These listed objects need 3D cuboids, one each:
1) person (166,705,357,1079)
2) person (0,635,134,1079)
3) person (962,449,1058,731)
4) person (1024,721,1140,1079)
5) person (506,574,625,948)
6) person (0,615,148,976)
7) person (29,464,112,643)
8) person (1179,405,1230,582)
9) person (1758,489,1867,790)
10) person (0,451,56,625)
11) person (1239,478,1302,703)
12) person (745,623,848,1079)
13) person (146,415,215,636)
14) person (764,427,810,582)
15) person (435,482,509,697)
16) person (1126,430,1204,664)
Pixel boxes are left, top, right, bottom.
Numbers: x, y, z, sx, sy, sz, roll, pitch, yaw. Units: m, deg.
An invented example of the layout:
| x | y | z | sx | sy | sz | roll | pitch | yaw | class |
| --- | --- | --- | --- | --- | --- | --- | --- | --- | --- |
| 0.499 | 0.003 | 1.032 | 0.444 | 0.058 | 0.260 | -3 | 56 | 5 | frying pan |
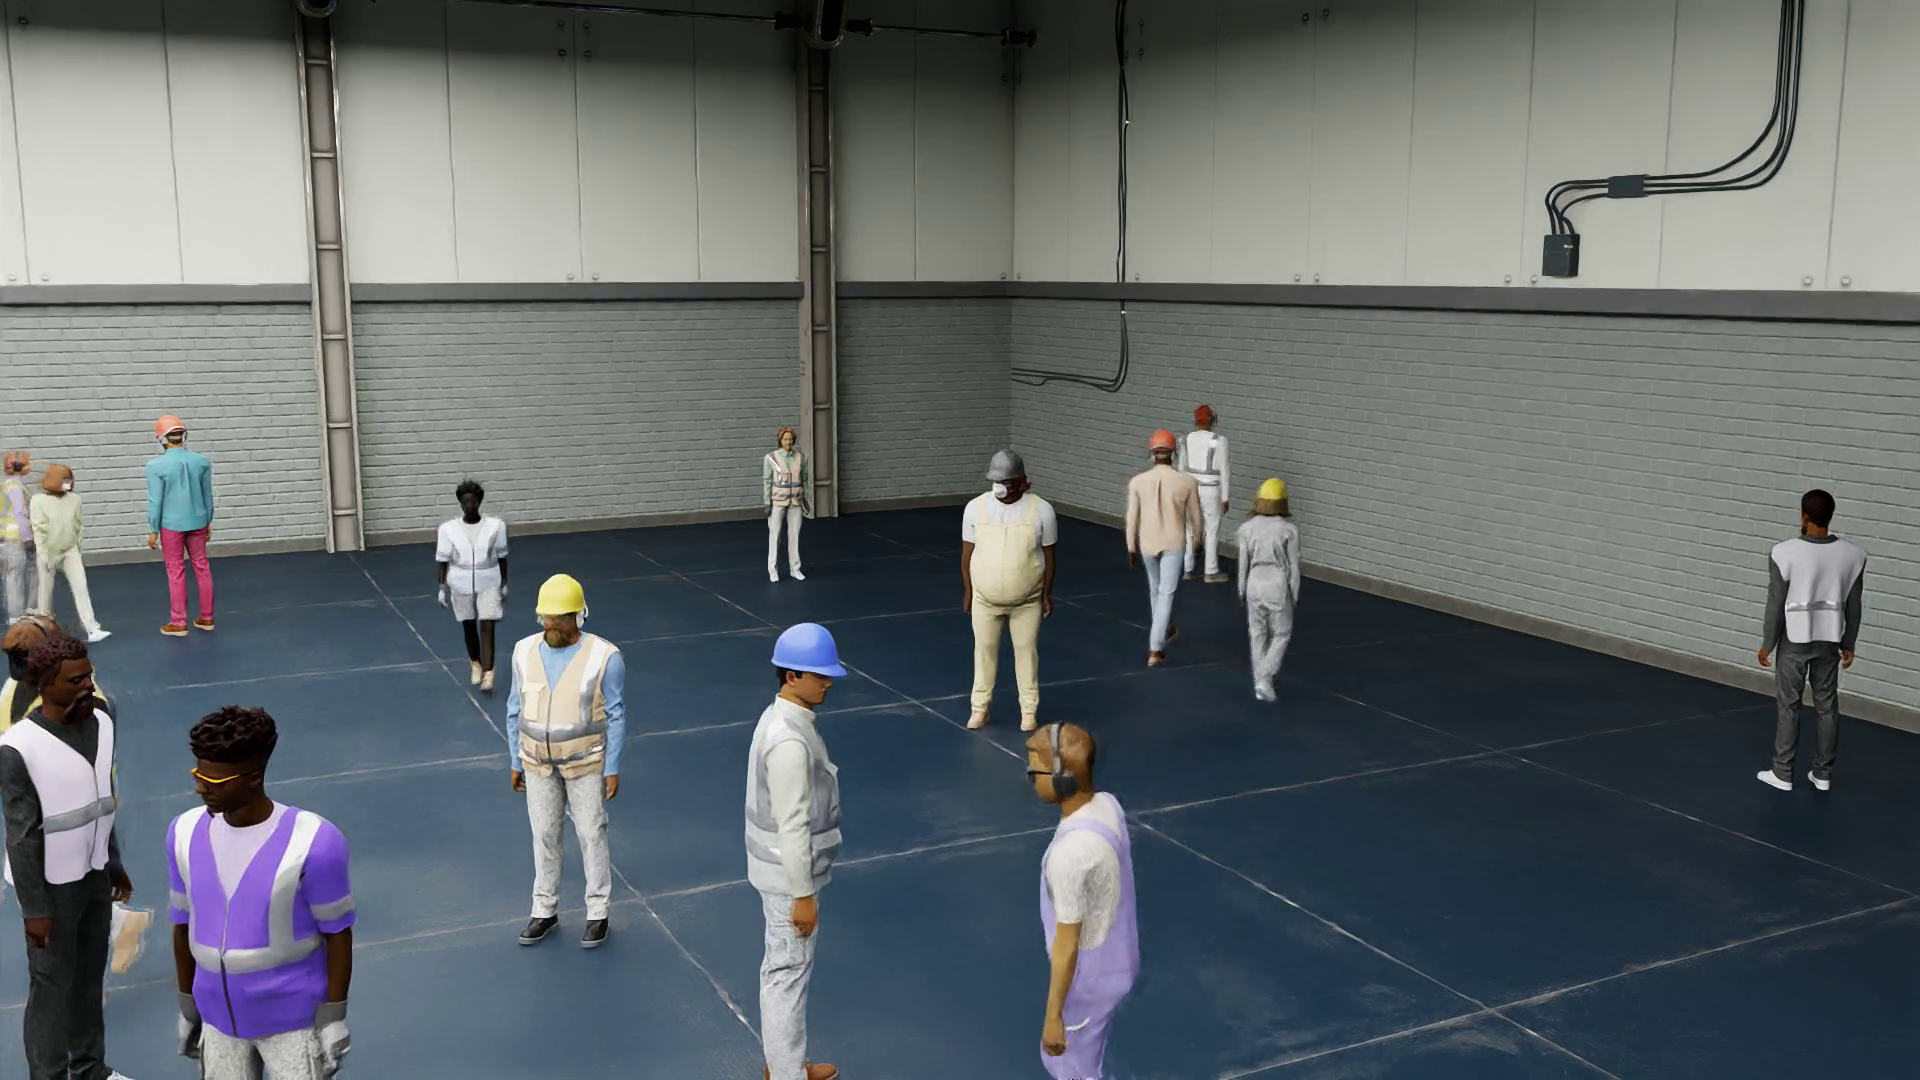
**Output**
| x | y | z | sx | sy | sz | roll | pitch | yaw | class |
| --- | --- | --- | --- | --- | --- | --- | --- | --- | --- |
| -2.197 | 1.465 | 5.238 | 0.608 | 1.963 | 0.369 | 2 | 9 | 9 | person |
| -3.421 | 1.304 | 6.379 | 0.395 | 1.917 | 0.587 | 1 | 9 | 5 | person |
| 0.337 | 0.356 | 11.835 | 0.684 | 2.000 | 0.535 | 2 | 9 | 9 | person |
| 0.399 | 1.485 | 5.562 | 0.392 | 1.820 | 0.557 | 3 | 10 | 18 | person |
| -1.922 | 1.068 | 8.083 | 0.590 | 1.835 | 0.404 | 1 | 9 | 8 | person |
| -3.914 | 1.201 | 7.335 | 0.669 | 1.814 | 0.587 | 6 | 11 | 31 | person |
| -7.821 | 0.141 | 14.534 | 0.865 | 1.590 | 0.510 | 6 | 11 | 32 | person |
| 2.576 | -0.485 | 17.551 | 0.625 | 1.866 | 0.392 | 7 | 12 | 38 | person |
| 5.361 | 0.636 | 10.489 | 0.597 | 1.917 | 0.383 | 0 | 9 | 1 | person |
| -8.623 | -0.021 | 15.414 | 0.523 | 1.618 | 0.546 | -5 | 10 | -27 | person |
| 2.327 | 0.392 | 12.581 | 0.499 | 1.732 | 0.497 | 6 | 11 | 32 | person |
| -0.631 | 1.278 | 6.460 | 0.402 | 1.942 | 0.604 | -1 | 9 | -7 | person |
| -7.039 | -0.132 | 15.014 | 0.391 | 1.986 | 0.609 | 6 | 11 | 33 | person |
| -1.831 | -0.380 | 17.596 | 0.514 | 1.641 | 0.315 | -5 | 10 | -27 | person |
| -3.785 | 0.372 | 12.924 | 0.545 | 1.643 | 0.907 | -2 | 9 | -13 | person |
| 1.726 | 0.046 | 14.115 | 0.593 | 1.937 | 1.081 | 4 | 10 | 25 | person |
